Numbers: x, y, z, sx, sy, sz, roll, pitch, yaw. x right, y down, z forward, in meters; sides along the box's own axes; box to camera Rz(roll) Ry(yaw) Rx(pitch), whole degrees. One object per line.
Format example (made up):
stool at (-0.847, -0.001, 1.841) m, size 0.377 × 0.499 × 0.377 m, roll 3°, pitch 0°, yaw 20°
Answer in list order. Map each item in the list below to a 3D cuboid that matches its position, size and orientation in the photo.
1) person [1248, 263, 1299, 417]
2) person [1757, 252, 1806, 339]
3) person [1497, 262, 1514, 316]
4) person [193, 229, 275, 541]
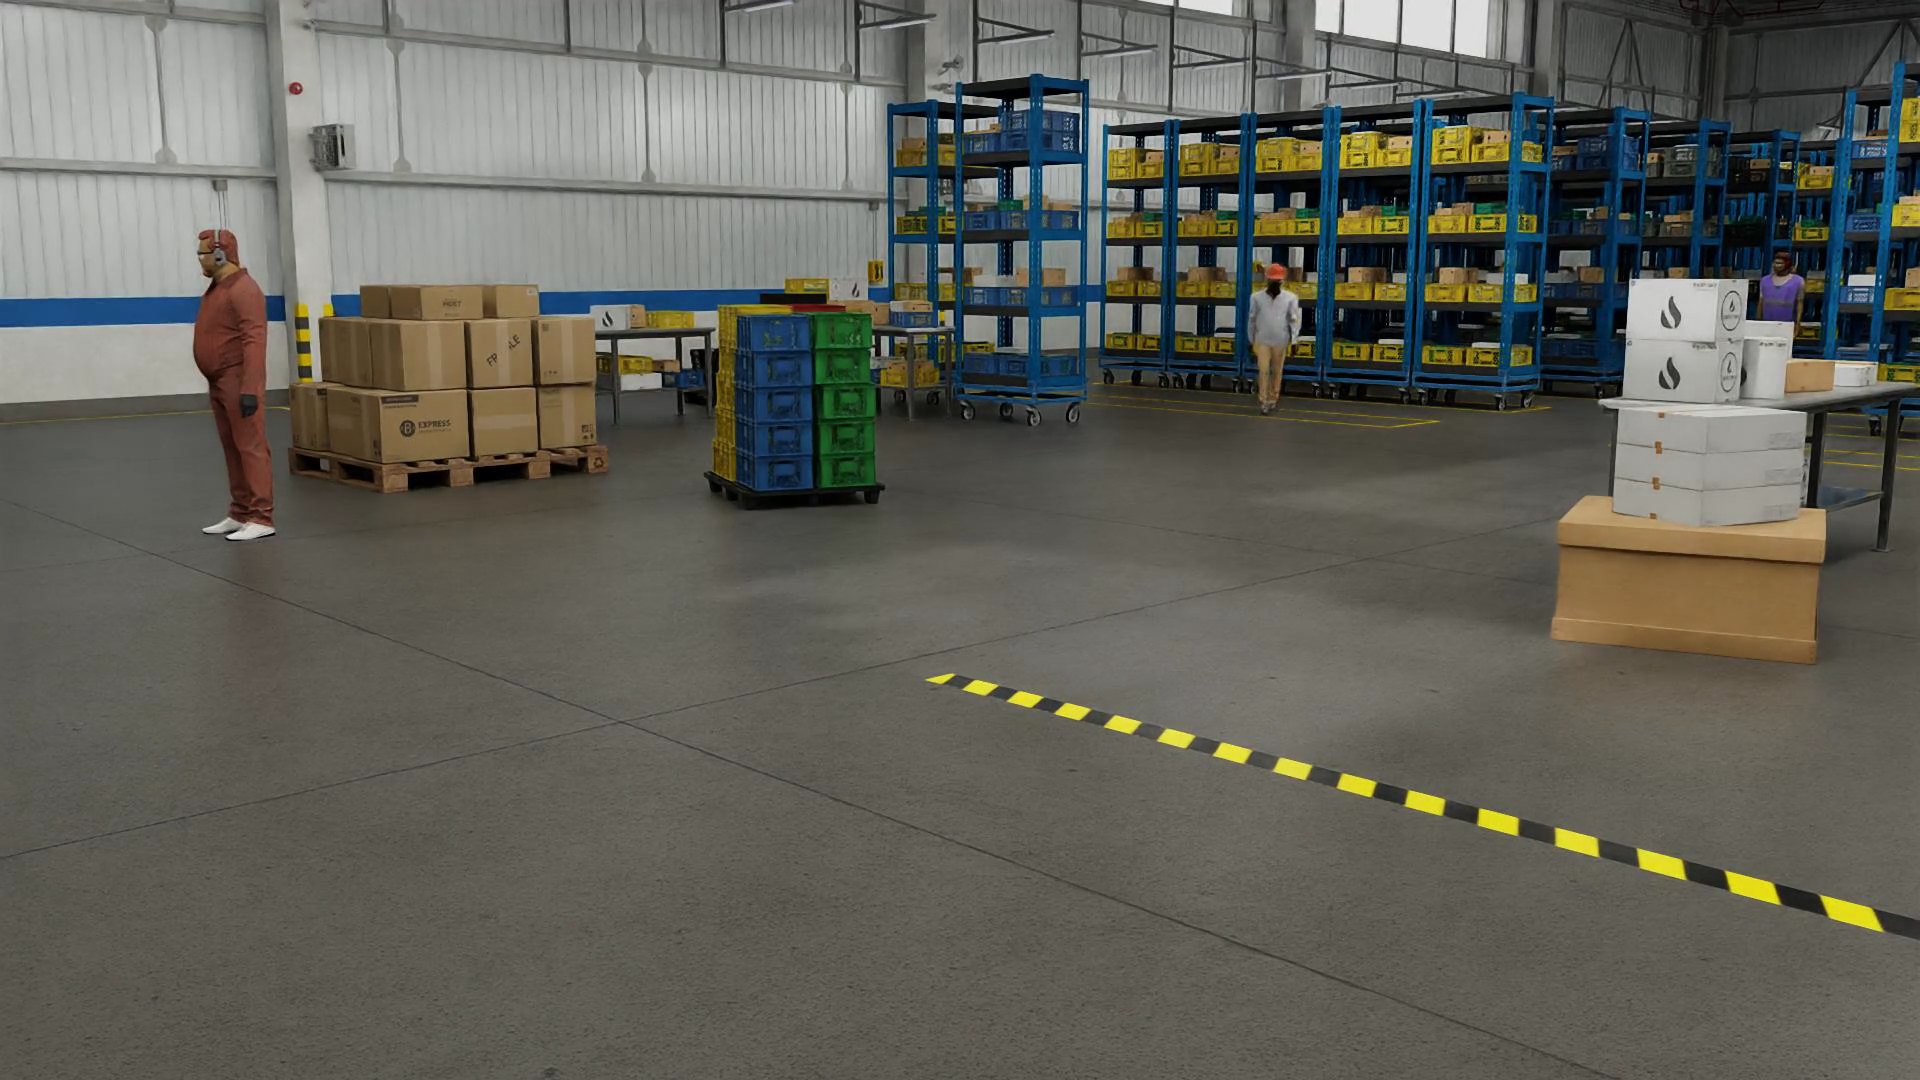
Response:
person at (3.536, -2.268, 18.788) m, size 0.571 × 1.707 × 0.897 m, roll 2°, pitch 10°, yaw 10°
person at (10.593, -2.788, 21.496) m, size 0.397 × 1.840 × 0.564 m, roll -8°, pitch 12°, yaw -41°
person at (12.502, -5.518, 38.046) m, size 0.588 × 1.791 × 0.857 m, roll 6°, pitch 11°, yaw 33°
person at (-4.493, -0.948, 10.250) m, size 0.400 × 1.905 × 0.643 m, roll -8°, pitch 12°, yaw -41°
